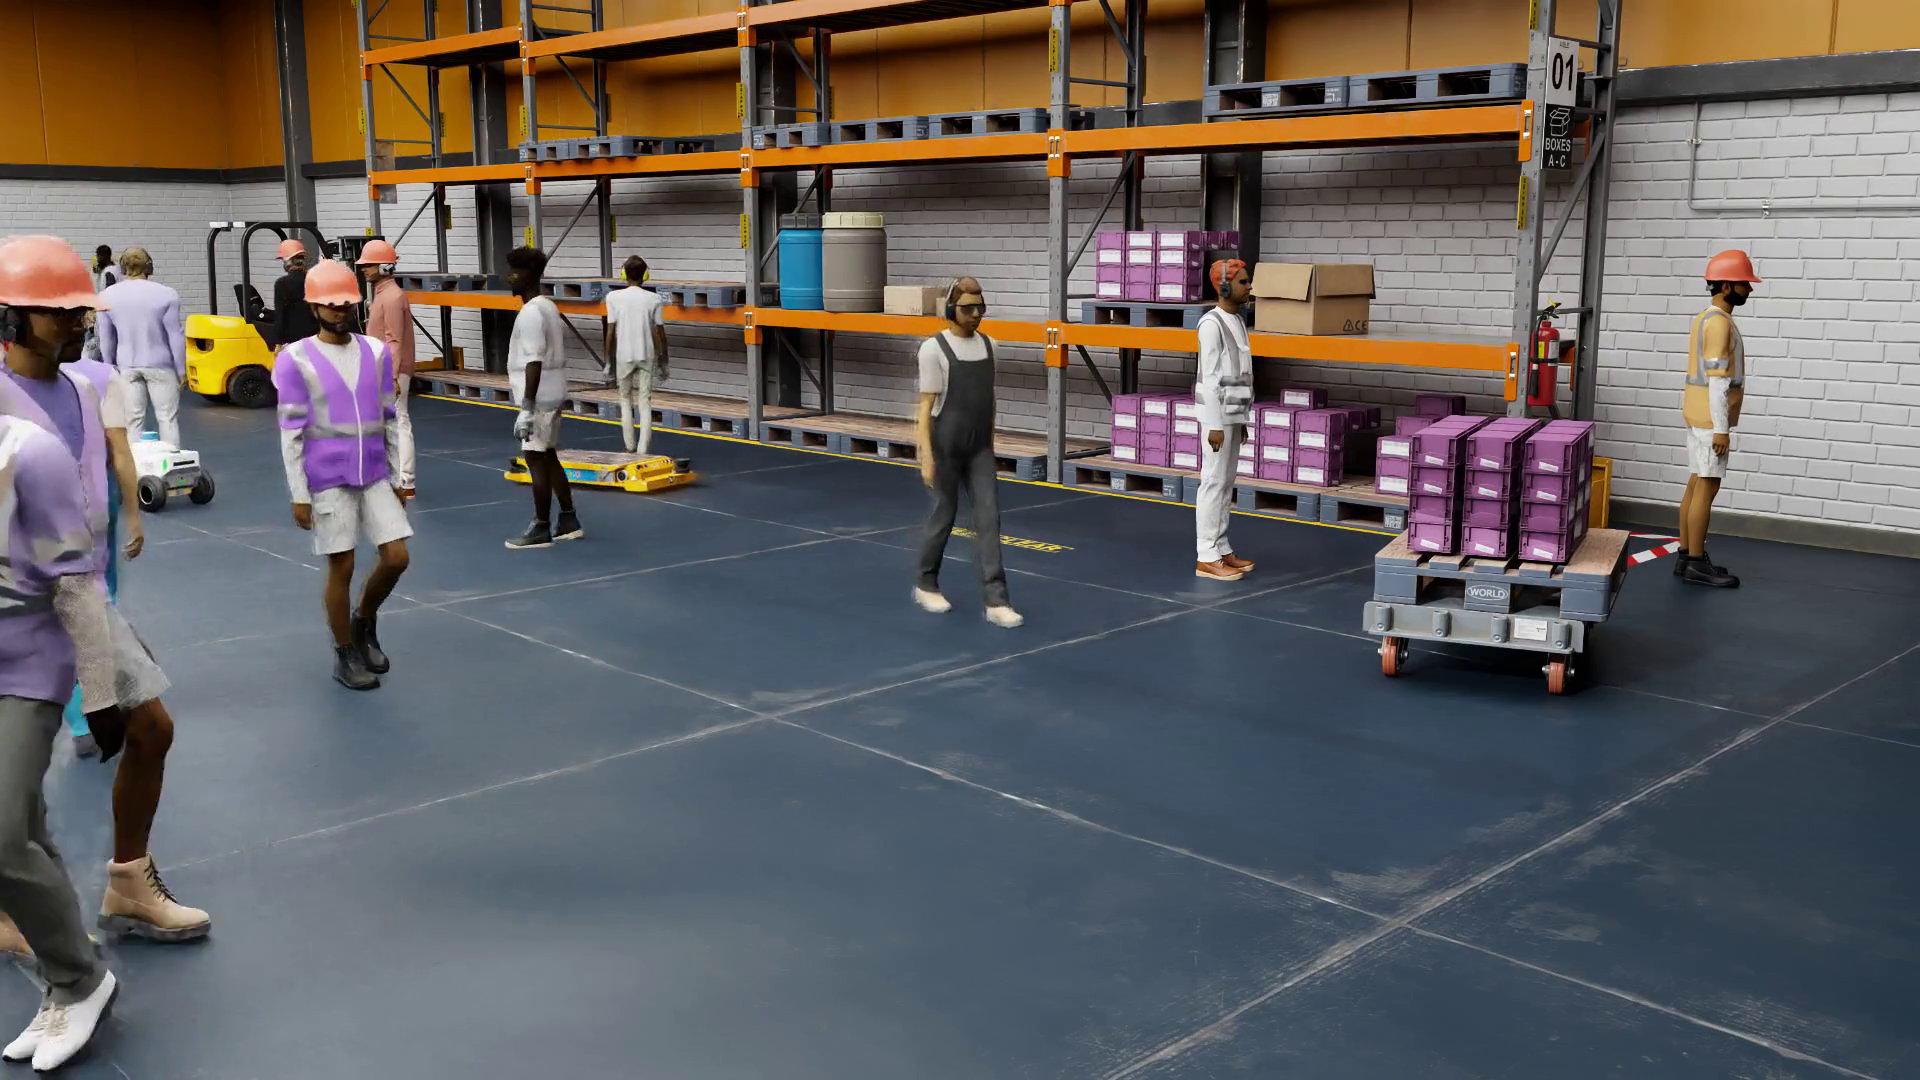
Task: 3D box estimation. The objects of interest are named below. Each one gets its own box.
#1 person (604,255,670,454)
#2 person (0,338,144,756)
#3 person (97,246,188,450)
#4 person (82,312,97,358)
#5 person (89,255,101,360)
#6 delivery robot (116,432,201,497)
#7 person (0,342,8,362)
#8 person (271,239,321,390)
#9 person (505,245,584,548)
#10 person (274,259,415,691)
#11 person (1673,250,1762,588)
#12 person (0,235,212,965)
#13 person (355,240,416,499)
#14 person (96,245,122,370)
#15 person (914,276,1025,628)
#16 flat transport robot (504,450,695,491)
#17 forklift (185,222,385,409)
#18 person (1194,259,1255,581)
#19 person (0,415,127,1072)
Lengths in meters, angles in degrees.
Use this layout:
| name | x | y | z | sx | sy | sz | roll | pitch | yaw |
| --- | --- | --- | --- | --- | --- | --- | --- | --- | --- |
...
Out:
| name | x | y | z | sx | sy | sz | roll | pitch | yaw |
| --- | --- | --- | --- | --- | --- | --- | --- | --- | --- |
| person | -2.854 | -1.580 | 14.703 | 0.575 | 1.837 | 0.820 | -2 | 11 | -9 |
| person | -3.596 | -0.075 | 6.652 | 0.577 | 1.778 | 0.852 | -5 | 11 | -23 |
| person | -6.423 | -1.340 | 13.128 | 0.631 | 1.939 | 0.363 | -1 | 10 | -7 |
| person | -10.236 | -2.303 | 19.064 | 0.557 | 1.675 | 0.561 | -2 | 11 | -9 |
| person | -13.461 | -3.596 | 26.065 | 0.501 | 1.693 | 0.897 | 9 | 14 | 41 |
| delivery robot | -6.036 | -0.567 | 12.435 | 0.707 | 0.478 | 0.477 | 5 | 12 | 27 |
| person | -6.174 | -0.791 | 10.451 | 0.638 | 1.825 | 0.632 | 3 | 11 | 18 |
| person | -6.566 | -1.982 | 16.503 | 0.438 | 1.976 | 0.658 | 4 | 11 | 23 |
| person | -2.751 | -0.922 | 10.795 | 0.378 | 1.969 | 0.628 | -1 | 10 | -3 |
| person | -2.702 | -0.274 | 7.374 | 0.410 | 1.913 | 0.569 | 9 | 14 | 41 |
| person | 4.385 | -0.700 | 9.644 | 0.356 | 1.938 | 0.543 | 3 | 11 | 14 |
| person | -2.425 | 0.196 | 4.549 | 0.723 | 2.019 | 0.628 | 2 | 11 | 9 |
| person | -4.377 | -1.291 | 12.749 | 0.400 | 1.990 | 0.617 | -4 | 11 | -23 |
| person | -12.623 | -3.457 | 24.872 | 0.377 | 1.876 | 0.698 | -4 | 11 | -22 |
| person | 0.006 | -0.471 | 8.731 | 0.529 | 1.818 | 0.796 | -7 | 13 | -35 |
| flat transport robot | -2.933 | -0.578 | 13.523 | 1.431 | 0.197 | 0.652 | 5 | 12 | 26 |
| forklift | -8.169 | -2.758 | 20.163 | 2.313 | 2.155 | 1.214 | -10 | 14 | -44 |
| person | 1.577 | -0.714 | 9.864 | 0.355 | 1.885 | 0.575 | 5 | 11 | 23 |
| person | -2.342 | 0.351 | 4.003 | 0.625 | 1.897 | 0.496 | 4 | 11 | 19 |
